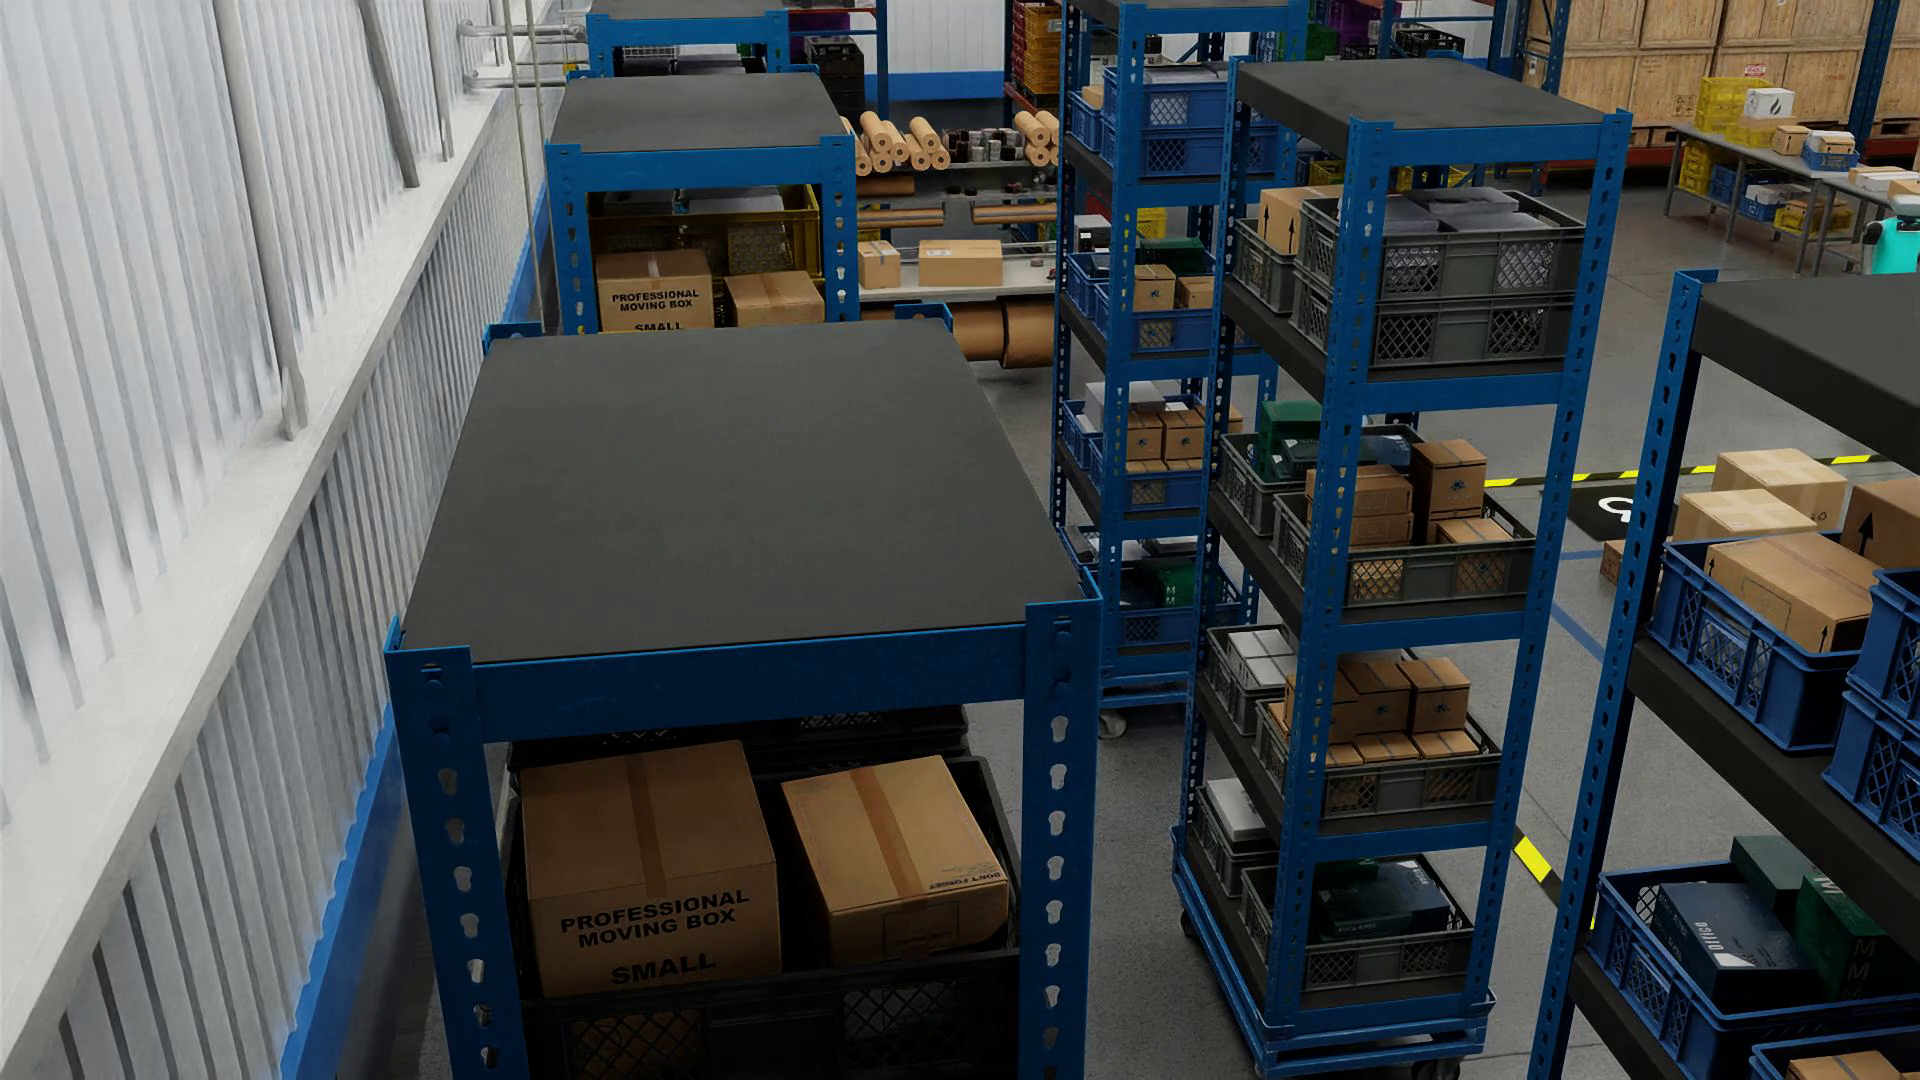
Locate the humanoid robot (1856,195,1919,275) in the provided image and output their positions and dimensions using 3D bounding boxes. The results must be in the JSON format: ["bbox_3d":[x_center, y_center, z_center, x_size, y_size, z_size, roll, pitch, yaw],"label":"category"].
[{"bbox_3d":[6.647,-1.546,11.748,0.533,1.672,0.735,0,25,1],"label":"humanoid robot"}]

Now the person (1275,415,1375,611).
[{"bbox_3d":[1.792,0.199,7.971,0.596,1.850,0.397,0,25,0],"label":"person"}]
